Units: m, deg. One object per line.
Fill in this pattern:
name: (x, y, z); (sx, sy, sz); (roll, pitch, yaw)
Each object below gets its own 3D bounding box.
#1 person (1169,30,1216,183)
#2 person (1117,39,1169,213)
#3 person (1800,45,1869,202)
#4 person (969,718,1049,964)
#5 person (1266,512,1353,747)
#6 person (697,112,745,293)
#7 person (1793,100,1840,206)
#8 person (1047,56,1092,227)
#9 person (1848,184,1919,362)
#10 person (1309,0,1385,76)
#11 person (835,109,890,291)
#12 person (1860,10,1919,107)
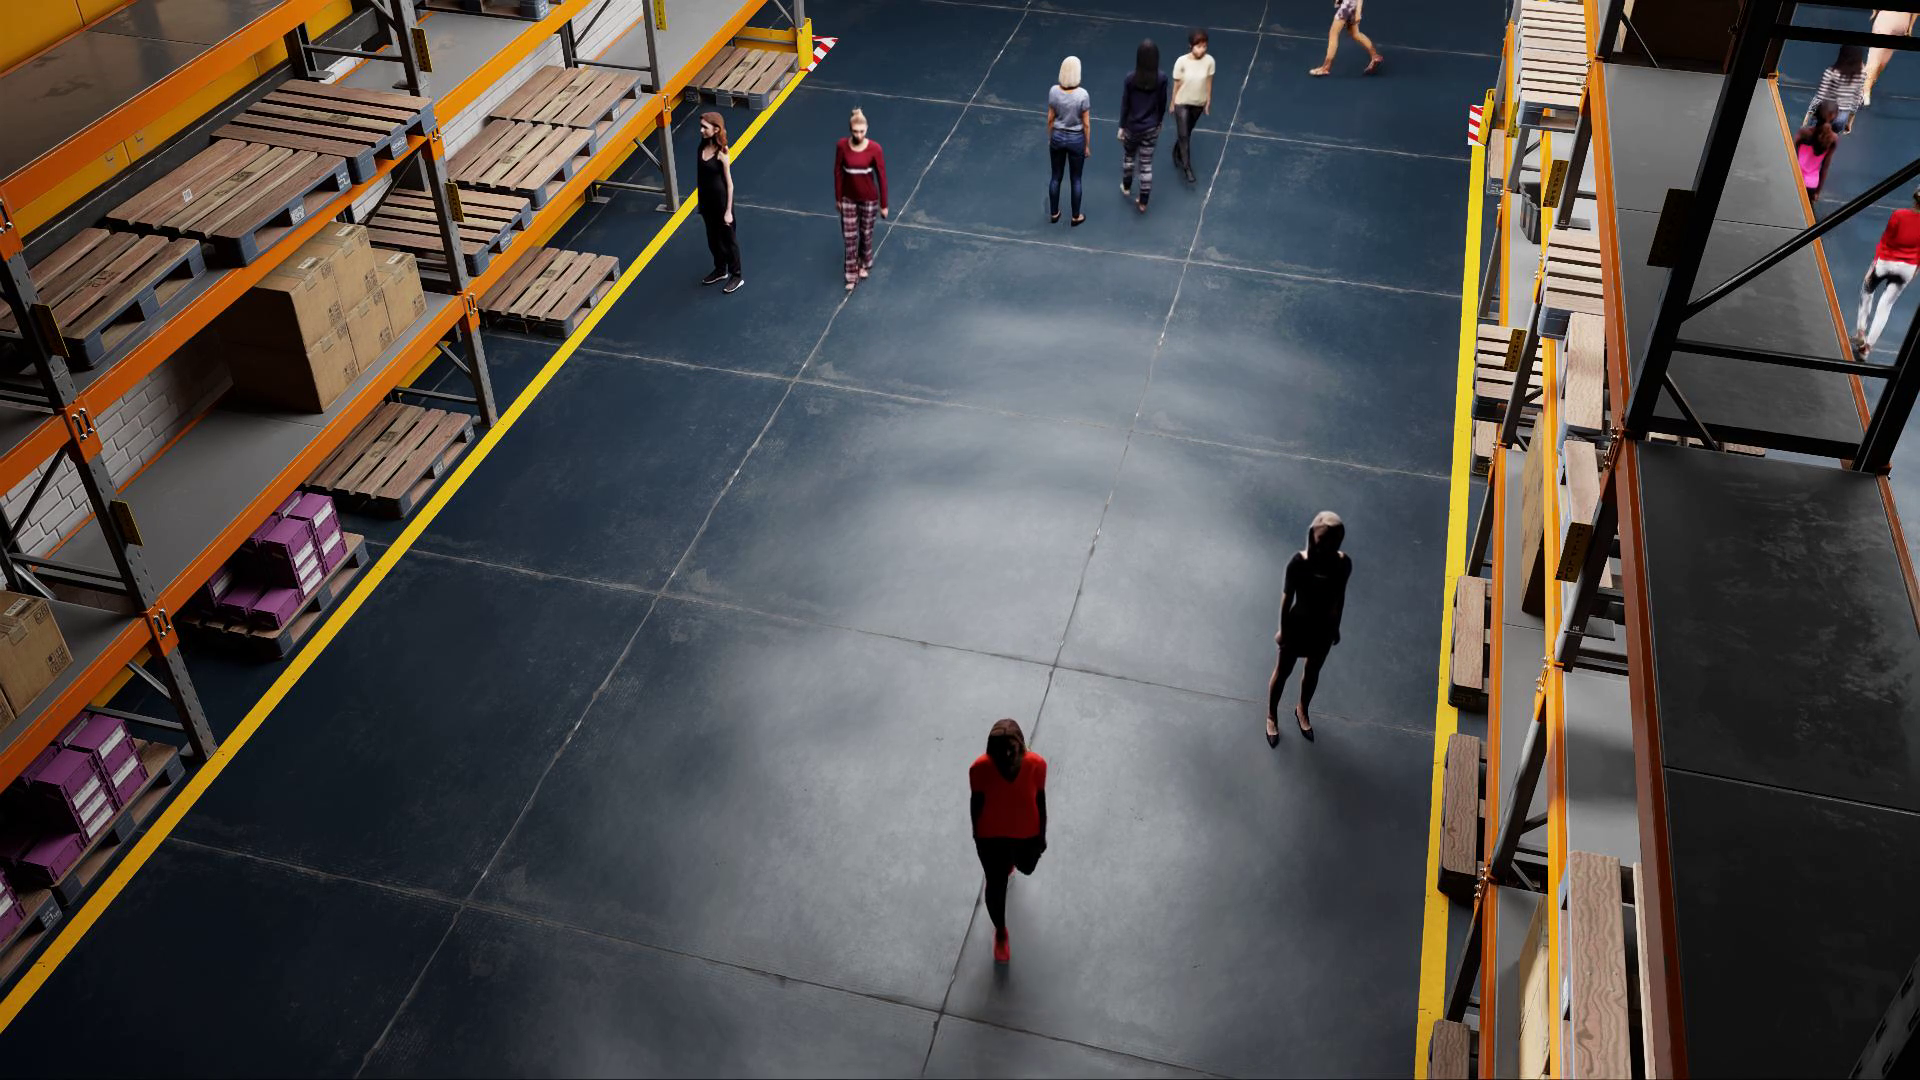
person: (2.375, -4.564, 17.339); (0.916, 1.543, 1.119); (-8, 39, -10)
person: (1.829, -4.103, 16.630); (0.824, 1.707, 0.926); (-3, 39, -4)
person: (8.696, -4.116, 16.584); (0.703, 1.785, 0.737); (0, 39, 0)
person: (0.279, 1.603, 9.512); (0.843, 1.673, 1.091); (-4, 39, -5)
person: (2.240, 0.568, 10.684); (0.636, 1.829, 0.616); (-4, 39, -5)
person: (-2.231, -3.146, 15.399); (0.655, 1.748, 0.647); (26, 45, 29)
person: (7.865, -3.253, 15.587); (0.620, 1.681, 1.141); (7, 39, 8)
person: (1.062, -3.933, 16.407); (0.604, 1.721, 0.526); (13, 40, 15)
person: (8.072, -2.289, 14.378); (0.585, 1.683, 0.619); (12, 40, 15)
person: (4.614, -6.184, 19.243); (0.805, 1.698, 1.083); (2, 39, 3)
person: (-0.934, -3.231, 15.550); (0.770, 1.693, 0.881); (1, 39, 1)
person: (10.403, -5.727, 18.597); (0.687, 1.790, 1.132); (15, 41, 18)
